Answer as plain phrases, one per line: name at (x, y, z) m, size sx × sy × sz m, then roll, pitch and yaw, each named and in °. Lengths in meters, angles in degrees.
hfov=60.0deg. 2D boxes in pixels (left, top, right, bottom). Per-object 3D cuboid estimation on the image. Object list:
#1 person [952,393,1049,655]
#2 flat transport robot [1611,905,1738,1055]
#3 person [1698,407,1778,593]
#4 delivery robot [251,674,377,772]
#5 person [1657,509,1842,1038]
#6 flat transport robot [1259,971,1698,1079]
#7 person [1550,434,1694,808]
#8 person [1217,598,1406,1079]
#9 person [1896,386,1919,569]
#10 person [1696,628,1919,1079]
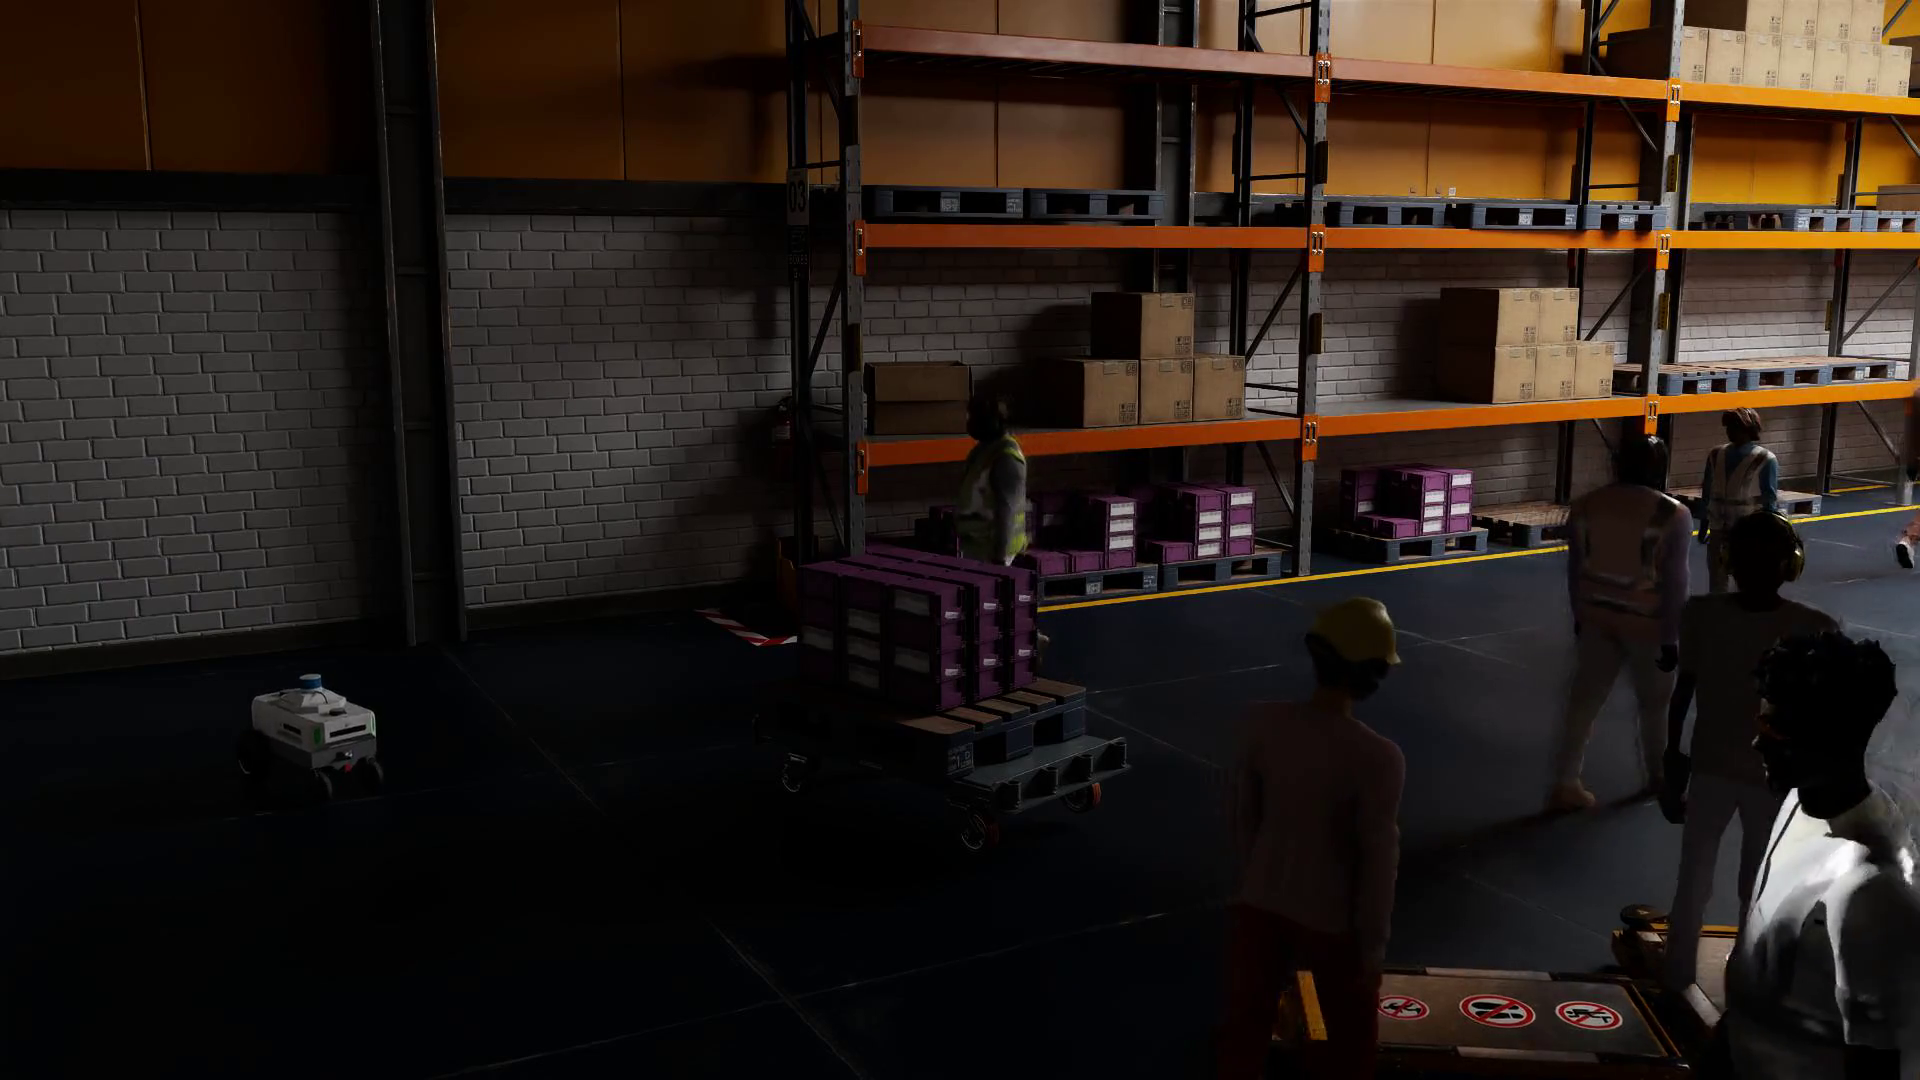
person at (0.216, 0.028, 9.903) m, size 0.616 × 1.822 × 0.637 m, roll -3°, pitch 10°, yaw -15°
flat transport robot at (2.690, 1.571, 5.488) m, size 0.652 × 0.197 × 1.431 m, roll 1°, pitch 10°, yaw 6°
person at (5.092, -0.057, 10.927) m, size 0.310 × 1.638 × 0.523 m, roll -6°, pitch 11°, yaw -29°
delivery robot at (-3.197, 0.907, 8.224) m, size 0.707 × 0.478 × 0.477 m, roll 9°, pitch 13°, yaw 41°
person at (2.516, 0.816, 5.389) m, size 0.516 × 1.825 × 0.842 m, roll 6°, pitch 11°, yaw 30°
flat transport robot at (1.635, 1.598, 5.333) m, size 1.431 × 0.197 × 0.652 m, roll 1°, pitch 10°, yaw 6°
person at (3.165, 0.388, 7.930) m, size 0.950 × 1.798 × 0.641 m, roll -8°, pitch 13°, yaw -39°
person at (0.932, 1.016, 4.515) m, size 0.545 × 1.726 × 0.622 m, roll 10°, pitch 14°, yaw 44°
person at (7.987, -0.624, 13.454) m, size 0.490 × 1.895 × 0.641 m, roll -4°, pitch 11°, yaw -23°
person at (1.822, 1.115, 3.376) m, size 0.980 × 1.926 × 0.616 m, roll 5°, pitch 11°, yaw 25°
